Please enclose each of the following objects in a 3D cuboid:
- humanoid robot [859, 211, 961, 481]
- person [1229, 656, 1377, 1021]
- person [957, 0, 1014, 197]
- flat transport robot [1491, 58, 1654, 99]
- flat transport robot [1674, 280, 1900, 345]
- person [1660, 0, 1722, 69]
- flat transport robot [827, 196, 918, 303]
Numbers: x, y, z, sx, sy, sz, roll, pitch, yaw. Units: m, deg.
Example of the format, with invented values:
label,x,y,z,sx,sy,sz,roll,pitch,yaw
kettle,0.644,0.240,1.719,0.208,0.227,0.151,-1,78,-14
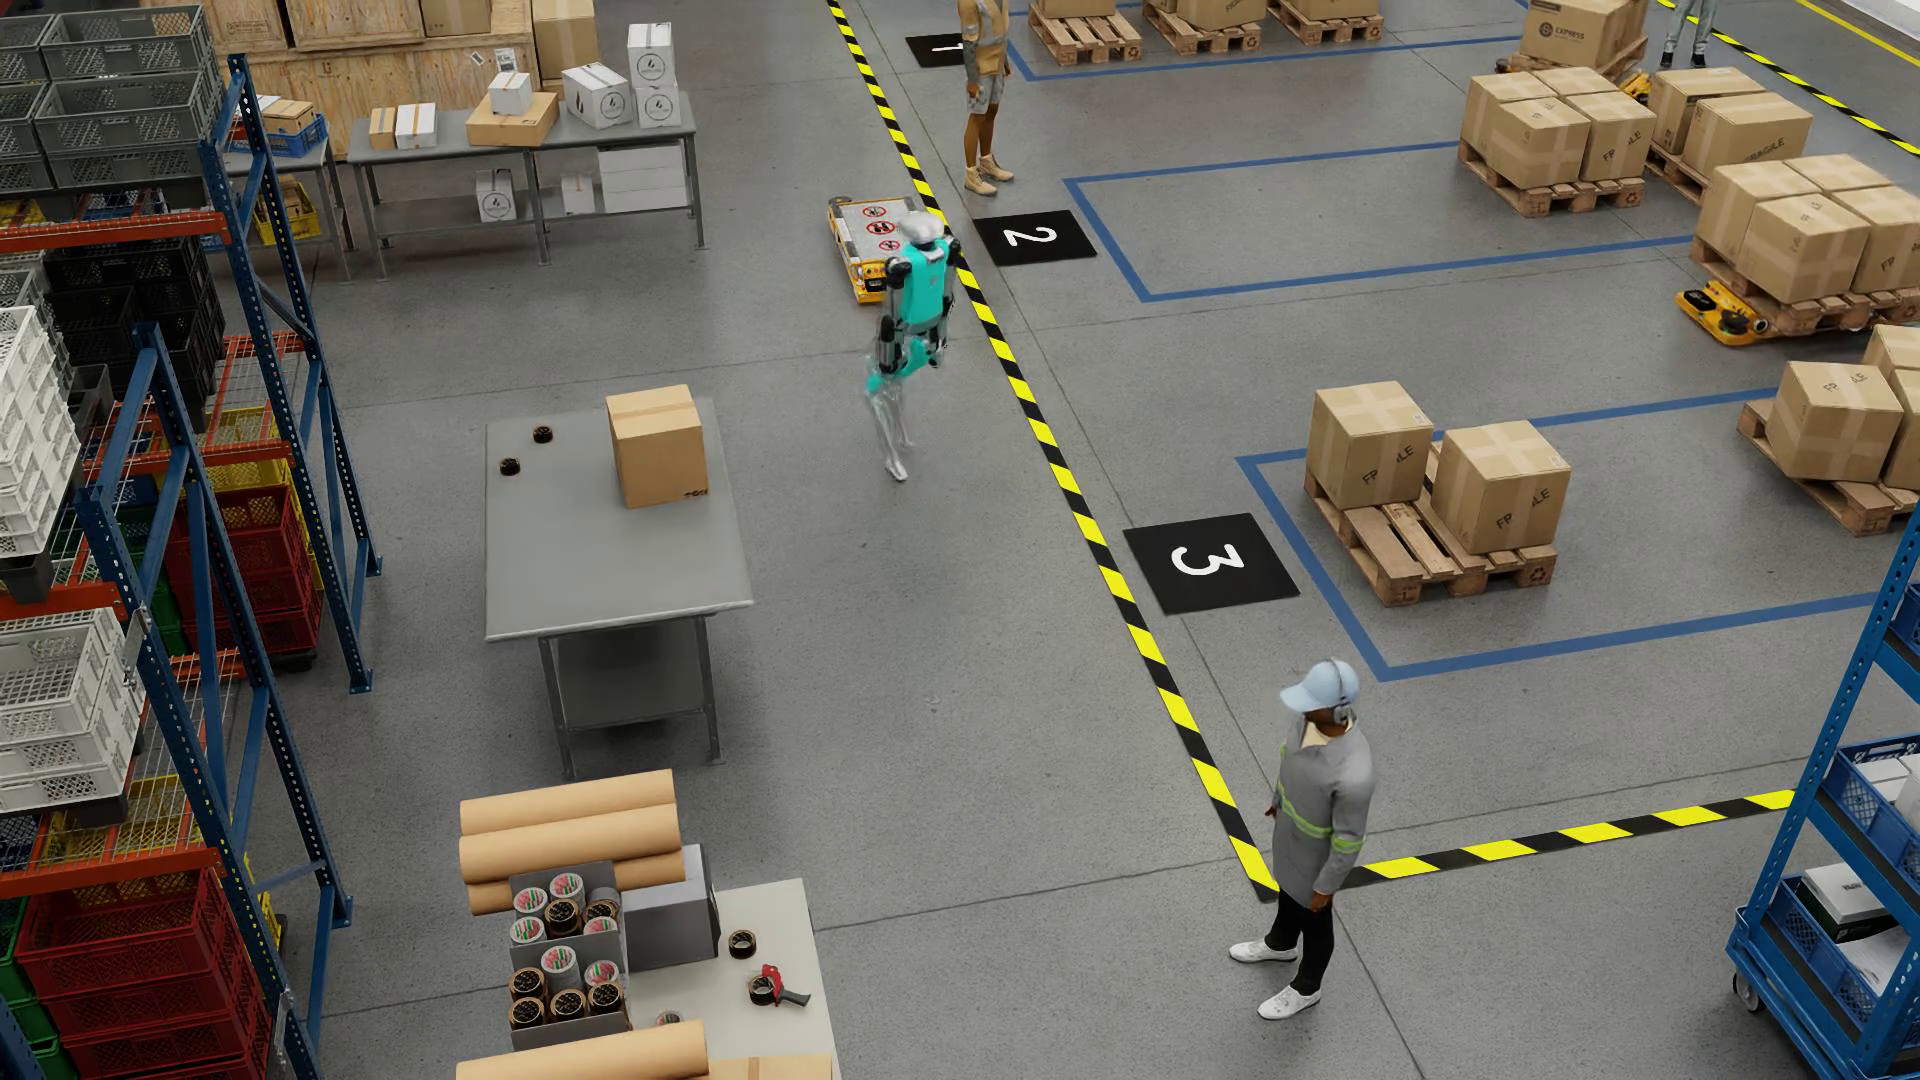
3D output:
label,x,y,z,sx,sy,sz,roll,pitch,yaw
humanoid robot,-0.405,-1.191,9.934,0.794,1.787,0.562,30,46,34
person,1.372,1.184,6.636,0.382,1.852,0.586,-7,37,-10
person,0.224,-3.742,13.096,0.366,2.047,0.606,18,40,23
flat transport robot,5.655,-4.204,15.180,1.431,0.197,0.652,25,43,30
flat transport robot,5.910,-1.696,11.810,1.431,0.197,0.652,-8,37,-10
person,6.914,-5.267,15.328,0.589,1.824,0.404,7,37,10
flat transport robot,-0.570,-2.220,12.538,0.659,0.231,1.431,-8,37,-10
